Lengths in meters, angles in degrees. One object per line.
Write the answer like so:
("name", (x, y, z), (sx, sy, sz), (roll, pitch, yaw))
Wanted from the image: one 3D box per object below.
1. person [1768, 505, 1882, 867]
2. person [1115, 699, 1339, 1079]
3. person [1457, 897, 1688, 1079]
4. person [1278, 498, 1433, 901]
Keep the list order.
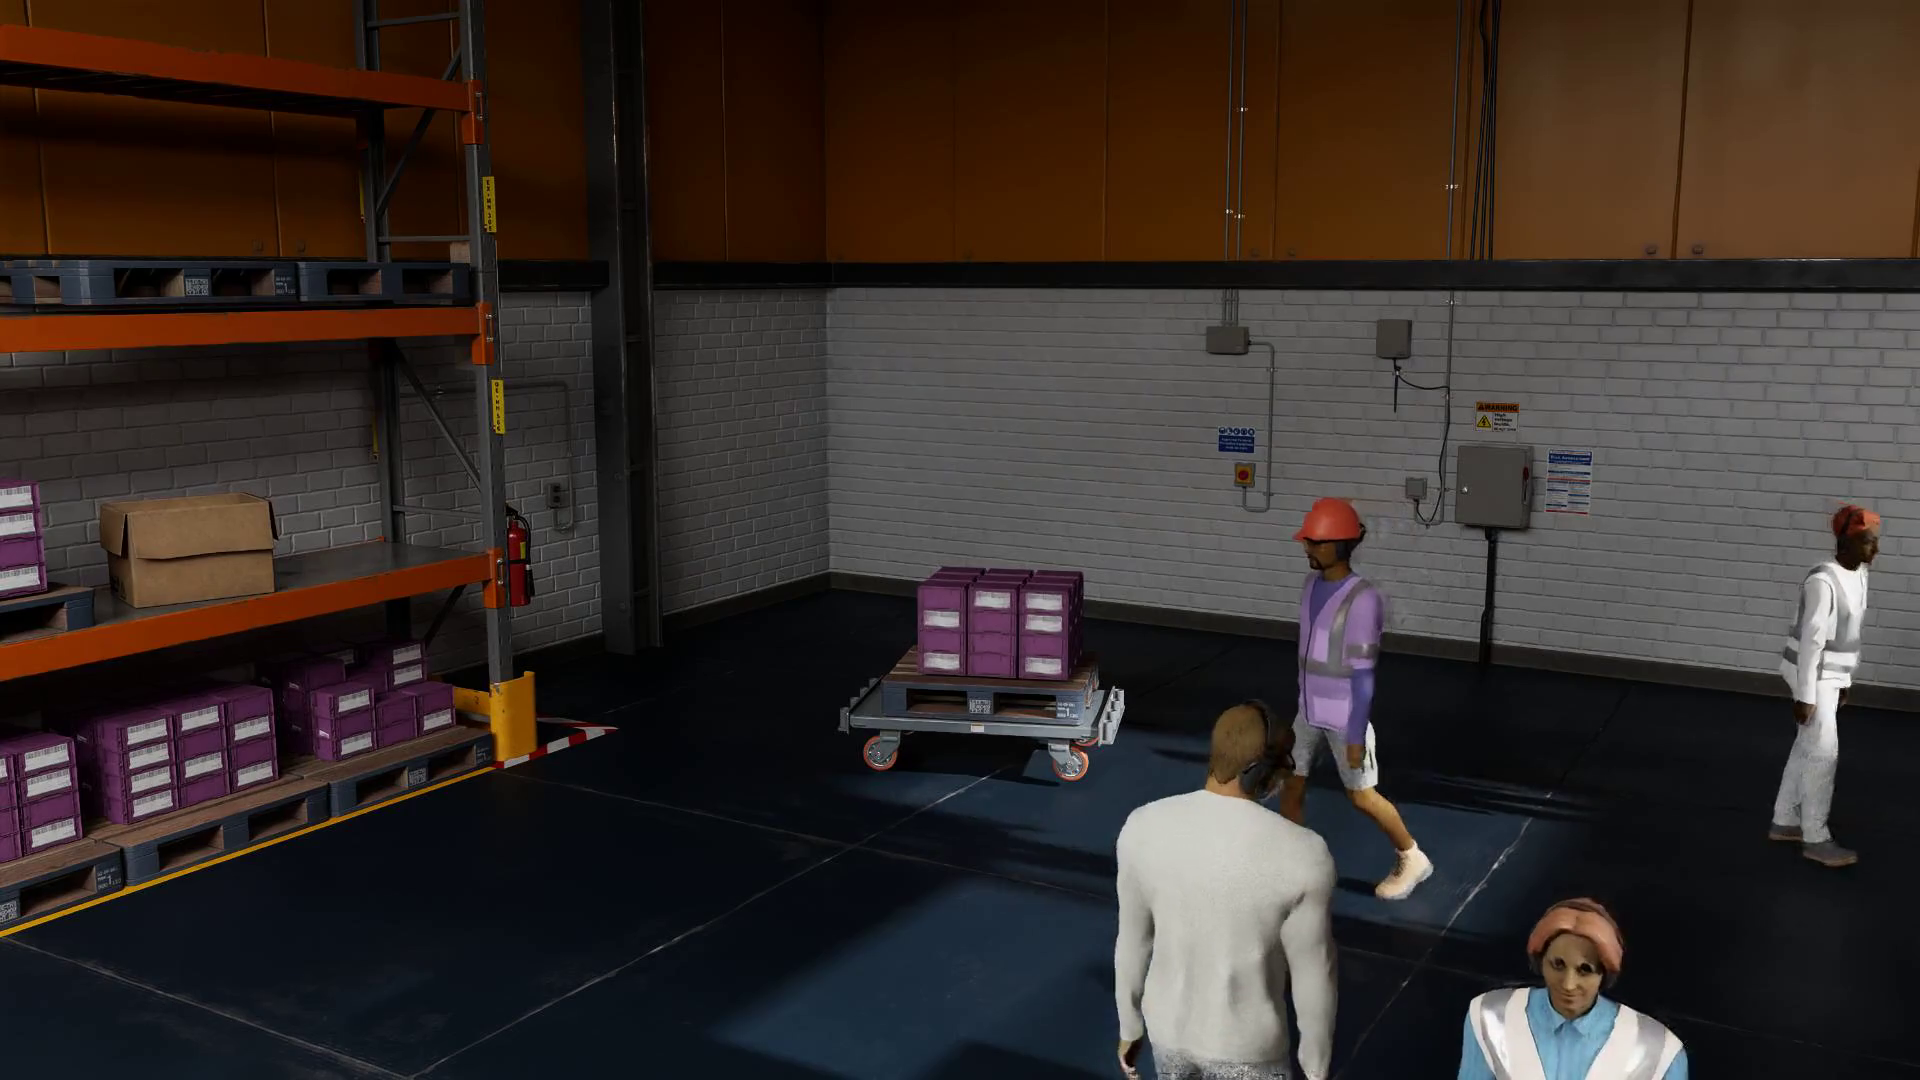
("person", (4.491, 0.742, 8.574), (0.569, 1.865, 0.584), (8, 12, 42))
("person", (0.681, 1.378, 4.496), (0.643, 1.908, 0.843), (6, 11, 32))
("person", (1.416, 1.608, 3.894), (0.519, 1.627, 0.407), (5, 10, 27))
("person", (1.814, 0.786, 7.848), (1.030, 2.006, 0.615), (-3, 10, -20))
